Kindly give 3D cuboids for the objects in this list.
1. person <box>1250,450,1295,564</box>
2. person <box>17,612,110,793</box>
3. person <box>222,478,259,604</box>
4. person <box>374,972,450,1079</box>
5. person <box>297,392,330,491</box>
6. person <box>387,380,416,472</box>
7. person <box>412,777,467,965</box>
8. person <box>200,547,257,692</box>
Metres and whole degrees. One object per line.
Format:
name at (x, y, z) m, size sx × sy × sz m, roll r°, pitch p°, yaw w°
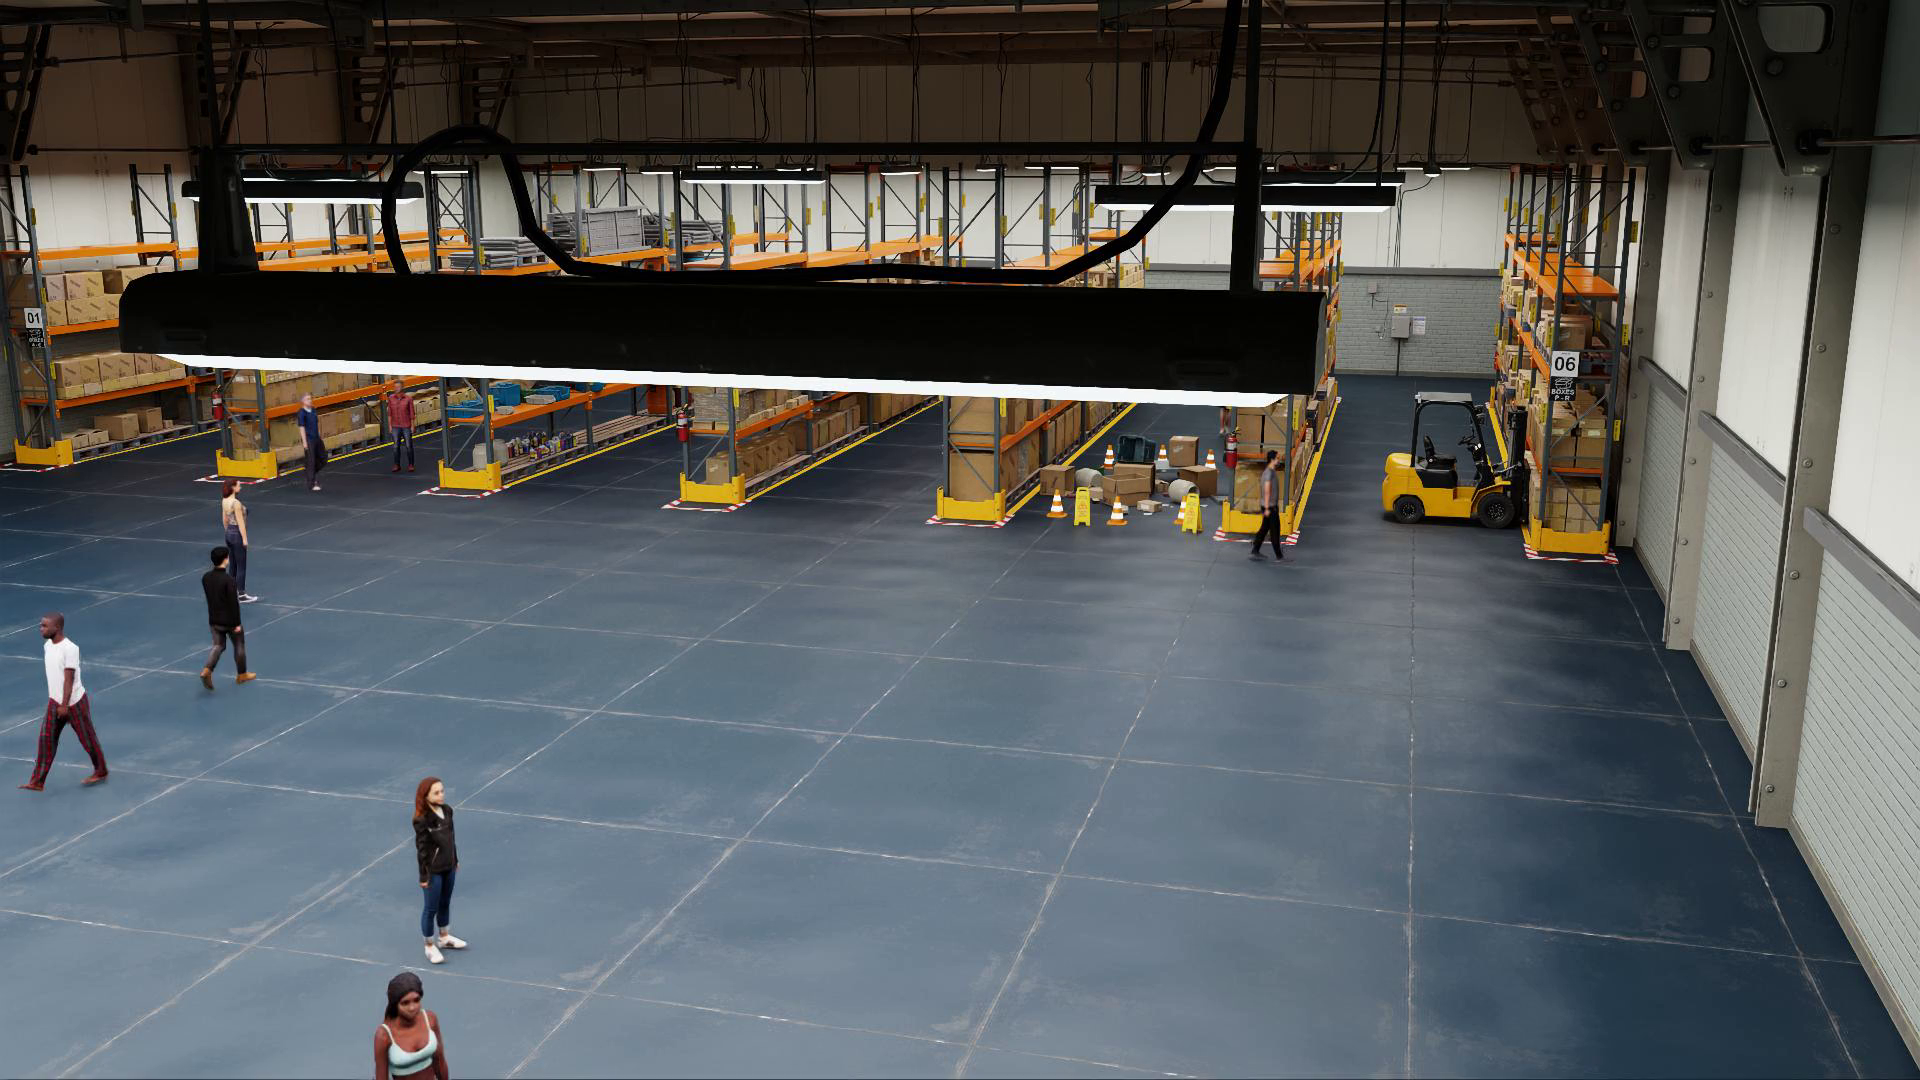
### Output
person at (4.760, -0.532, 25.881) m, size 0.717 × 1.739 × 0.842 m, roll 3°, pitch 13°, yaw 13°
person at (-8.790, 1.599, 16.556) m, size 0.843 × 1.795 × 1.147 m, roll 7°, pitch 15°, yaw 29°
person at (-10.256, -0.006, 23.547) m, size 0.689 × 1.769 × 0.681 m, roll 10°, pitch 16°, yaw 37°
person at (-3.171, 3.258, 9.573) m, size 0.829 × 1.713 × 0.846 m, roll -11°, pitch 17°, yaw -41°
person at (-12.310, -1.860, 31.354) m, size 0.755 × 1.859 × 0.658 m, roll 4°, pitch 14°, yaw 18°
person at (-11.184, -2.299, 33.313) m, size 0.753 × 1.830 × 0.681 m, roll -1°, pitch 13°, yaw -4°
person at (-4.121, 2.561, 13.095) m, size 0.645 × 1.483 × 0.464 m, roll 5°, pitch 14°, yaw 21°
person at (-8.734, 0.937, 19.623) m, size 0.637 × 1.701 × 0.965 m, roll 4°, pitch 14°, yaw 15°
